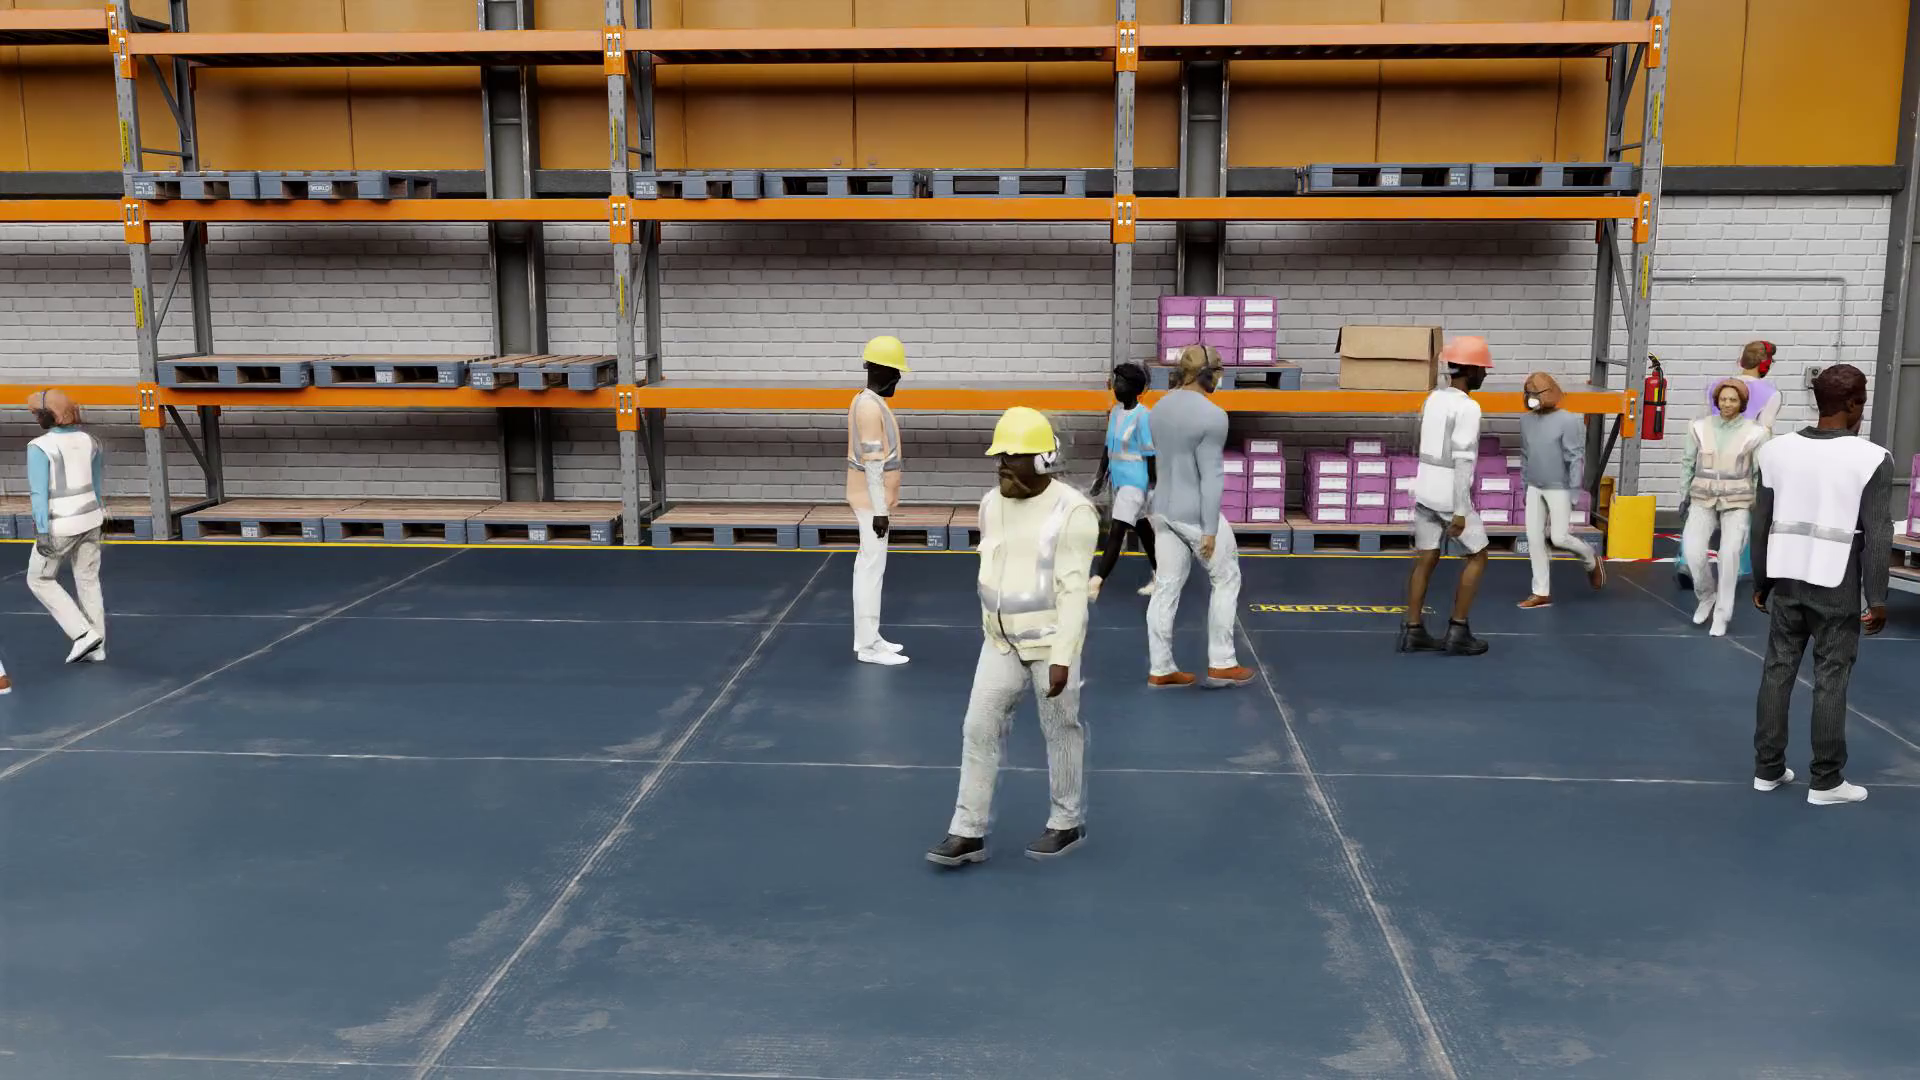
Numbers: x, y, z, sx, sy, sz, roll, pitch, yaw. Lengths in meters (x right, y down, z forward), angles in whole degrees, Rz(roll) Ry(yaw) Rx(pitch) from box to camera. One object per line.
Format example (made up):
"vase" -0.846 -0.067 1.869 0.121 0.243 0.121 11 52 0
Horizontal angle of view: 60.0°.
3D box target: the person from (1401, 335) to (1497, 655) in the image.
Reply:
"person" 2.953 -0.254 9.908 0.626 1.912 0.575 -3 10 -17

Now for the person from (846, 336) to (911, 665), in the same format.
"person" -0.477 -0.233 9.768 0.382 1.917 0.585 -1 10 -6

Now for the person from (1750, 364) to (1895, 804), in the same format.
"person" 3.741 0.194 7.271 0.369 1.915 0.597 -6 12 -33

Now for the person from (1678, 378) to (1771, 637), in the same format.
"person" 4.772 -0.205 10.419 0.532 1.623 0.366 7 12 37

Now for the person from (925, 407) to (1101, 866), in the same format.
"person" 0.202 0.401 6.398 0.597 1.803 0.790 8 13 41

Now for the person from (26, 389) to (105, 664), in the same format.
"person" -5.169 -0.065 9.613 0.378 1.620 0.547 2 10 13

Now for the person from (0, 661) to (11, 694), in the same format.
"person" -5.628 -0.039 8.925 0.924 1.819 0.497 -2 10 -10

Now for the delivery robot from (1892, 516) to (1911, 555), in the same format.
"delivery robot" 6.945 0.015 12.024 0.477 0.478 0.707 -4 11 -24

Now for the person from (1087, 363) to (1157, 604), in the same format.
"person" 1.123 -0.392 11.464 0.882 1.647 0.542 -3 10 -19

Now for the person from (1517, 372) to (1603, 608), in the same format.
"person" 4.066 -0.342 11.287 0.595 1.604 0.542 -5 11 -27

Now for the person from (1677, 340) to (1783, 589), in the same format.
"person" 5.495 -0.534 11.922 0.967 1.795 0.646 -6 11 -30

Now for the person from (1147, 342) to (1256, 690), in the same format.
"person" 1.342 -0.124 9.148 0.743 1.916 0.632 -6 12 -33
